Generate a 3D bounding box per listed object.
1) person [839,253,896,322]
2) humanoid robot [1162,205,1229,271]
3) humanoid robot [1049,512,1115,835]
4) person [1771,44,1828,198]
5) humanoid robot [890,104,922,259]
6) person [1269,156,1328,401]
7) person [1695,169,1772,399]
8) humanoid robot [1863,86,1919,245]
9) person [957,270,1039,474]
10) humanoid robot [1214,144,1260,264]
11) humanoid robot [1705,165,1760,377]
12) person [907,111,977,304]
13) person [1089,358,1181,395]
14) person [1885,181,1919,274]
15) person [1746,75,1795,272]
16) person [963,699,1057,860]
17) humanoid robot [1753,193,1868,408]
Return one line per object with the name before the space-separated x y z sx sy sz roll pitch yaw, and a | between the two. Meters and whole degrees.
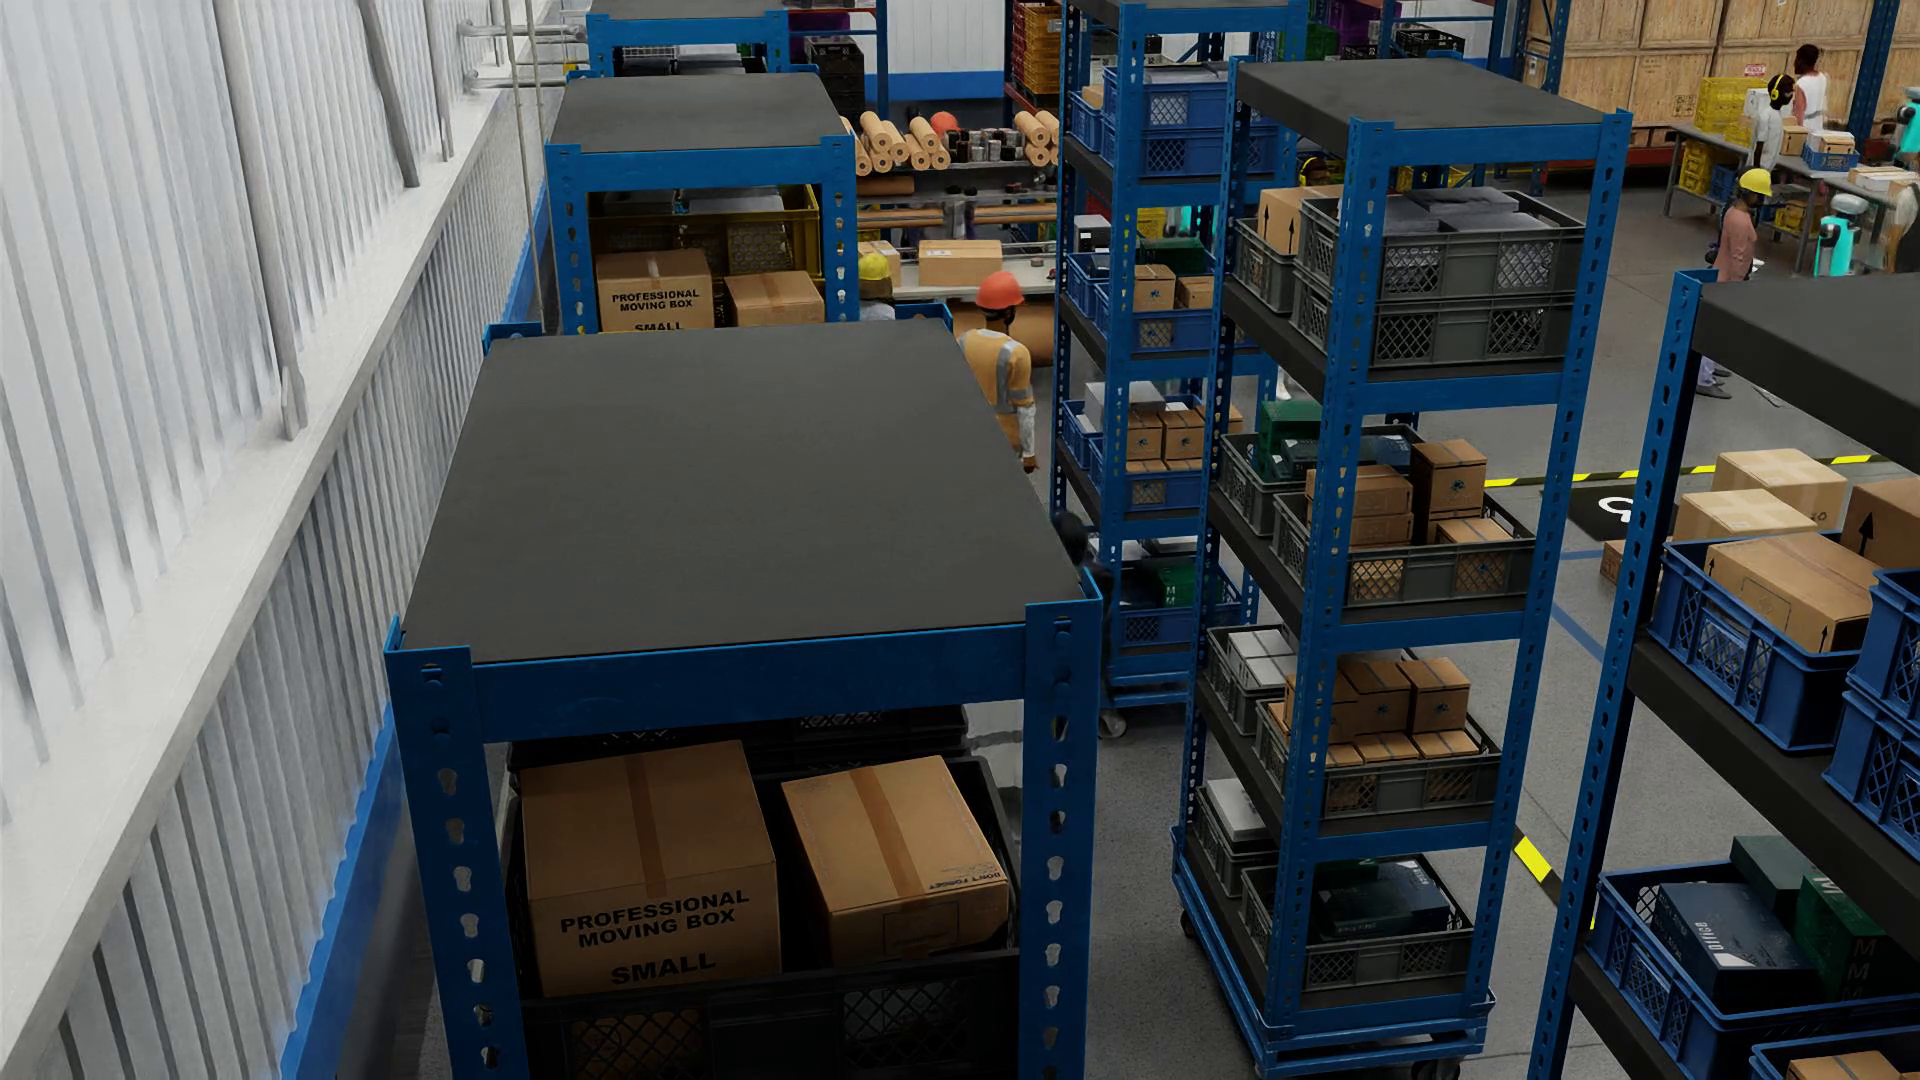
person | -0.543 -0.985 10.682 0.485 1.741 0.310 16 29 31
humanoid robot | 1.814 -2.097 13.127 0.540 1.766 0.797 7 26 14
humanoid robot | 0.390 0.588 7.411 0.611 1.632 0.754 -11 27 -22
person | 9.065 -4.359 17.855 0.600 1.874 0.954 -18 30 -34
humanoid robot | -0.387 -3.283 15.750 0.600 1.652 0.355 -3 25 -6
person | 2.637 -2.005 12.740 0.508 1.872 0.332 -14 28 -27
person | 5.944 -1.980 12.819 0.325 1.759 0.523 7 26 14
humanoid robot | 9.087 -3.656 16.518 0.558 1.750 0.971 -15 29 -30
person | 0.224 -0.601 9.605 0.544 1.942 0.348 21 32 38
humanoid robot | 2.475 -2.574 14.220 0.596 1.634 0.601 12 27 24
humanoid robot | 6.142 -2.163 13.298 0.315 1.657 0.599 1 25 2
person | -0.128 -2.474 13.574 0.619 2.031 0.427 -15 29 -29
person | 1.126 -0.970 10.591 0.643 1.793 0.931 7 26 15
person | 7.547 -2.214 13.243 0.532 1.832 0.451 -8 26 -16
person | 7.780 -3.552 16.105 0.315 1.869 0.533 17 30 33
person | 0.101 0.907 6.438 0.566 1.846 0.390 -7 26 -15
humanoid robot | 6.427 -1.615 12.061 1.041 1.737 0.554 19 31 35
